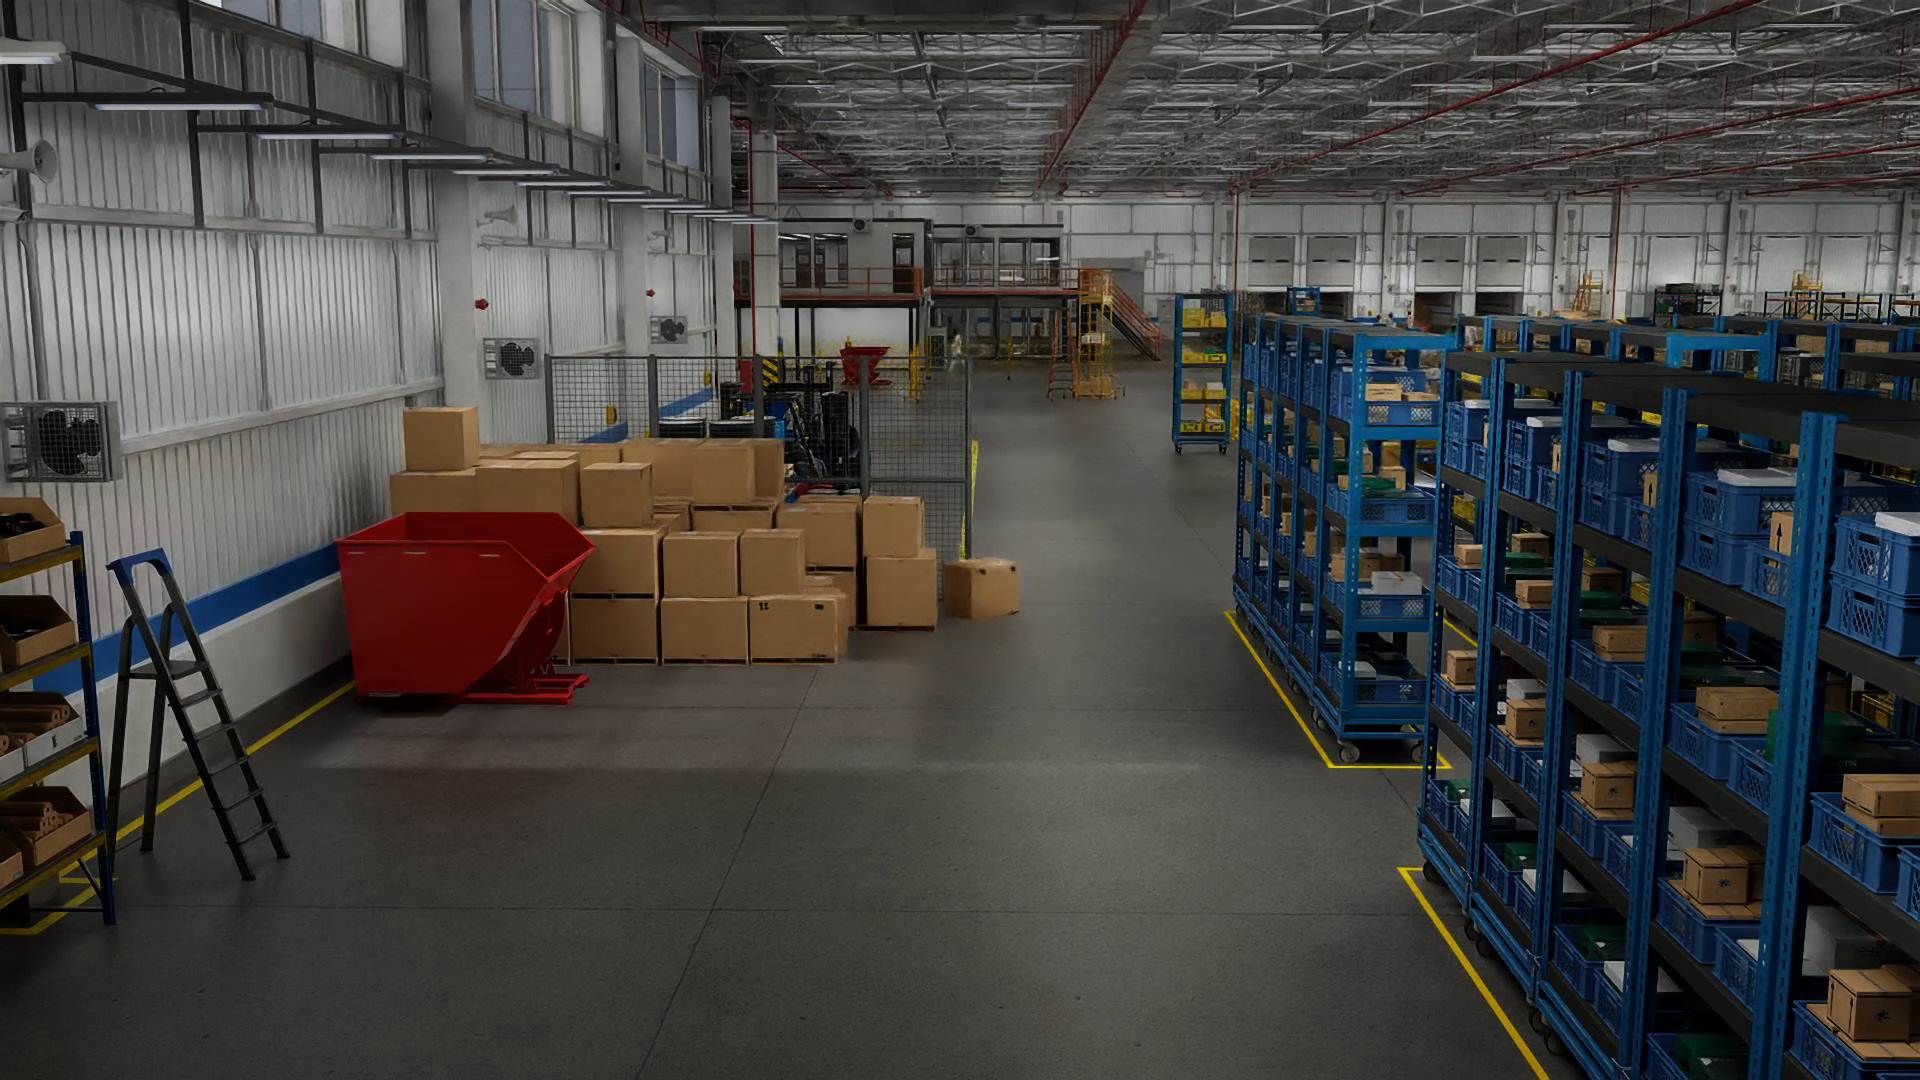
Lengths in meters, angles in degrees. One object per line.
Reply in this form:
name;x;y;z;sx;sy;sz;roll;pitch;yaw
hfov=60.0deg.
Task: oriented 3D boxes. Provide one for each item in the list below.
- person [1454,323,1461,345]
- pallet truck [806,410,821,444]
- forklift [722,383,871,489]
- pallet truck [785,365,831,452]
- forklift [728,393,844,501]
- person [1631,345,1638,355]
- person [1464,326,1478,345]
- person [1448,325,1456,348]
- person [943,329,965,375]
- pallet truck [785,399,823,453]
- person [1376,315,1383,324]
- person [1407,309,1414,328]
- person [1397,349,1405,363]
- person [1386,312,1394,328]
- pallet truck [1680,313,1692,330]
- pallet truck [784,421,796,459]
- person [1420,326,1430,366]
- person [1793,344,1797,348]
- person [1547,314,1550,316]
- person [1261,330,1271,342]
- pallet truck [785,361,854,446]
person;24.161;-9.888;80.530;0.603;1.910;0.607;3;10;18
pallet truck;-3.559;-2.018;33.905;1.522;1.261;0.704;0;9;-1
forklift;-2.893;-1.687;28.729;2.680;1.987;1.157;0;9;-1
pallet truck;-3.774;-2.976;37.635;1.885;1.965;0.823;1;9;5
forklift;-2.979;-1.316;26.476;2.680;1.987;1.157;0;9;1
person;24.280;-6.521;59.370;0.681;2.000;0.535;1;9;5
person;23.446;-9.138;76.276;0.972;1.788;0.654;-7;12;-38
person;20.642;-8.061;69.536;0.527;1.838;0.906;7;12;37
person;-0.112;-7.395;65.439;0.999;1.837;0.583;2;9;13
pallet truck;-3.814;-2.432;36.419;1.630;1.274;0.653;0;9;1
person;20.875;-10.243;82.704;0.556;1.926;0.636;1;9;7
person;25.639;-12.209;94.842;0.398;1.919;0.587;8;12;39
person;13.572;-5.074;51.343;0.433;1.749;0.592;6;11;34
person;22.878;-11.196;88.636;0.620;1.908;0.978;-8;12;-41
pallet truck;36.315;-10.531;84.244;0.823;1.965;1.885;-6;11;-33
pallet truck;-4.013;-1.793;32.705;1.601;1.201;0.680;0;9;1
person;17.689;-7.155;63.361;0.609;2.028;0.607;-4;10;-26
person;27.897;-5.762;55.868;0.532;1.660;0.856;1;9;8
person;28.736;-10.013;81.111;0.432;1.982;0.619;-5;11;-29
person;13.369;-8.633;73.157;0.658;1.810;0.657;2;9;13
pallet truck;-3.410;-3.193;38.978;1.885;1.965;0.823;0;9;-1
